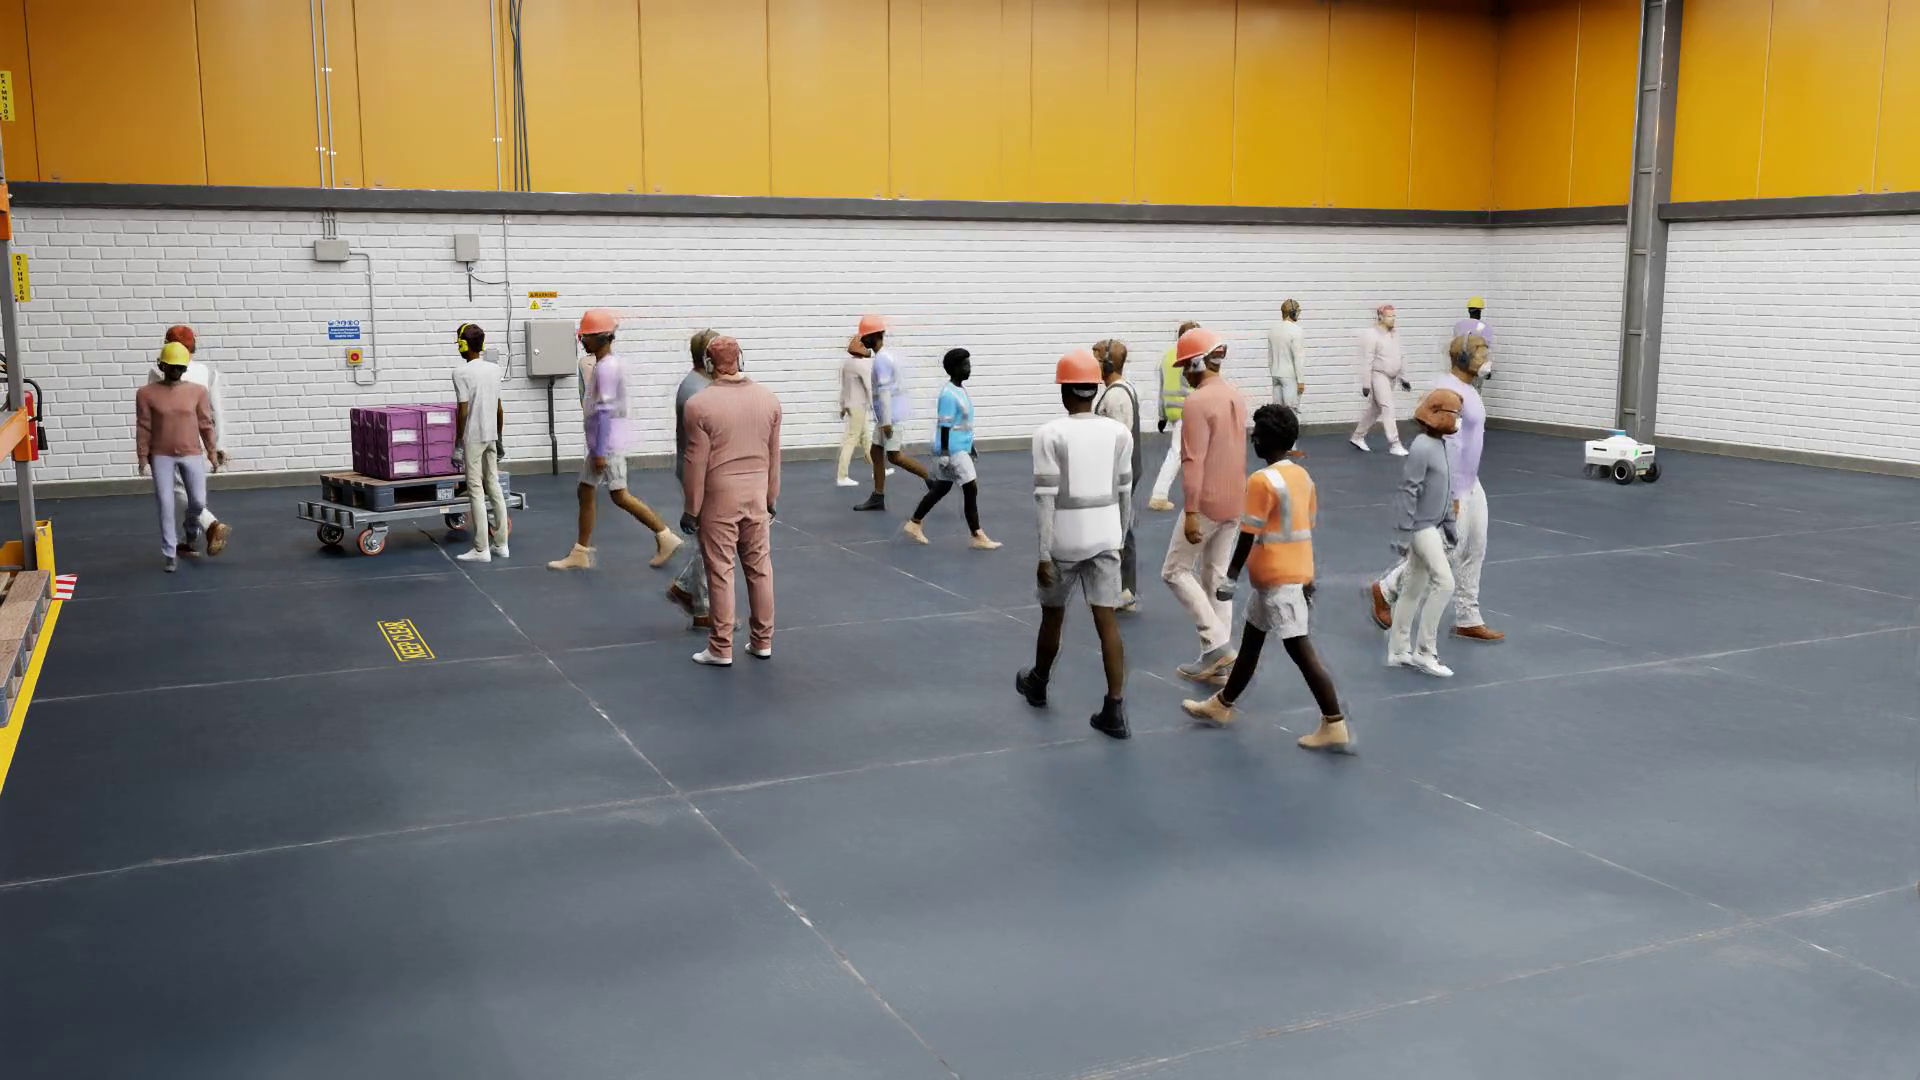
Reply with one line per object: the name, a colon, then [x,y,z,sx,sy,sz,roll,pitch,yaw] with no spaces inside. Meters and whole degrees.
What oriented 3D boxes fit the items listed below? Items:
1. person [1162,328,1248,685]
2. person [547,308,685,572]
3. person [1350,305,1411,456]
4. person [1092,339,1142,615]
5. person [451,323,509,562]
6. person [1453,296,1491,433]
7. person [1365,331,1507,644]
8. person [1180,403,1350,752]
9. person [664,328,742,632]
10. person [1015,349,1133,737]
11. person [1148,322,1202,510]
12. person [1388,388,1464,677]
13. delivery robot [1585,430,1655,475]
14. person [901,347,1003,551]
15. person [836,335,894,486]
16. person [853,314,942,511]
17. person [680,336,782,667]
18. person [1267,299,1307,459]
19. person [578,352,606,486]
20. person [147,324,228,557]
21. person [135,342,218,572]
person: [1.339,-0.182,9.169,0.479,1.953,0.642,7,12,38]
person: [-2.603,-0.747,12.548,0.993,2.008,0.622,-2,9,-13]
person: [5.269,-2.005,20.794,0.645,1.868,0.975,-9,13,-44]
person: [0.993,-0.397,10.896,0.426,1.830,0.501,3,10,20]
person: [-3.780,-0.757,13.036,0.309,1.861,0.535,5,10,27]
person: [7.211,-2.462,23.424,0.384,1.925,0.586,-7,12,-38]
person: [2.950,-0.318,10.161,0.755,1.917,0.640,6,11,32]
person: [1.502,0.171,7.968,0.921,1.643,0.532,5,11,30]
person: [-1.574,-0.365,10.427,0.452,1.916,0.647,0,9,-3]
person: [0.590,-0.013,8.355,0.560,1.881,0.966,-3,10,-17]
person: [2.180,-1.180,15.881,0.983,1.794,0.642,-5,10,-27]
person: [2.673,-0.043,9.338,0.554,1.608,0.522,5,11,30]
delivery robot: [7.121,-0.946,17.961,0.477,0.478,0.707,-5,10,-29]
person: [-0.096,-0.747,13.591,0.847,1.659,0.529,1,9,9]
person: [-0.992,-1.384,17.705,0.816,1.595,0.529,-5,11,-30]
person: [-0.567,-1.187,15.673,0.830,1.890,0.556,0,9,-3]
person: [-1.334,-0.222,9.599,0.637,1.902,0.406,-8,12,-39]
person: [3.984,-1.956,20.238,0.372,1.940,0.630,-5,10,-26]
person: [-3.825,-1.388,17.626,0.515,1.645,0.309,5,11,30]
person: [-6.055,-0.764,13.076,0.716,1.861,0.586,5,11,30]
person: [-6.000,-0.651,12.733,0.569,1.739,0.579,-5,10,-28]
